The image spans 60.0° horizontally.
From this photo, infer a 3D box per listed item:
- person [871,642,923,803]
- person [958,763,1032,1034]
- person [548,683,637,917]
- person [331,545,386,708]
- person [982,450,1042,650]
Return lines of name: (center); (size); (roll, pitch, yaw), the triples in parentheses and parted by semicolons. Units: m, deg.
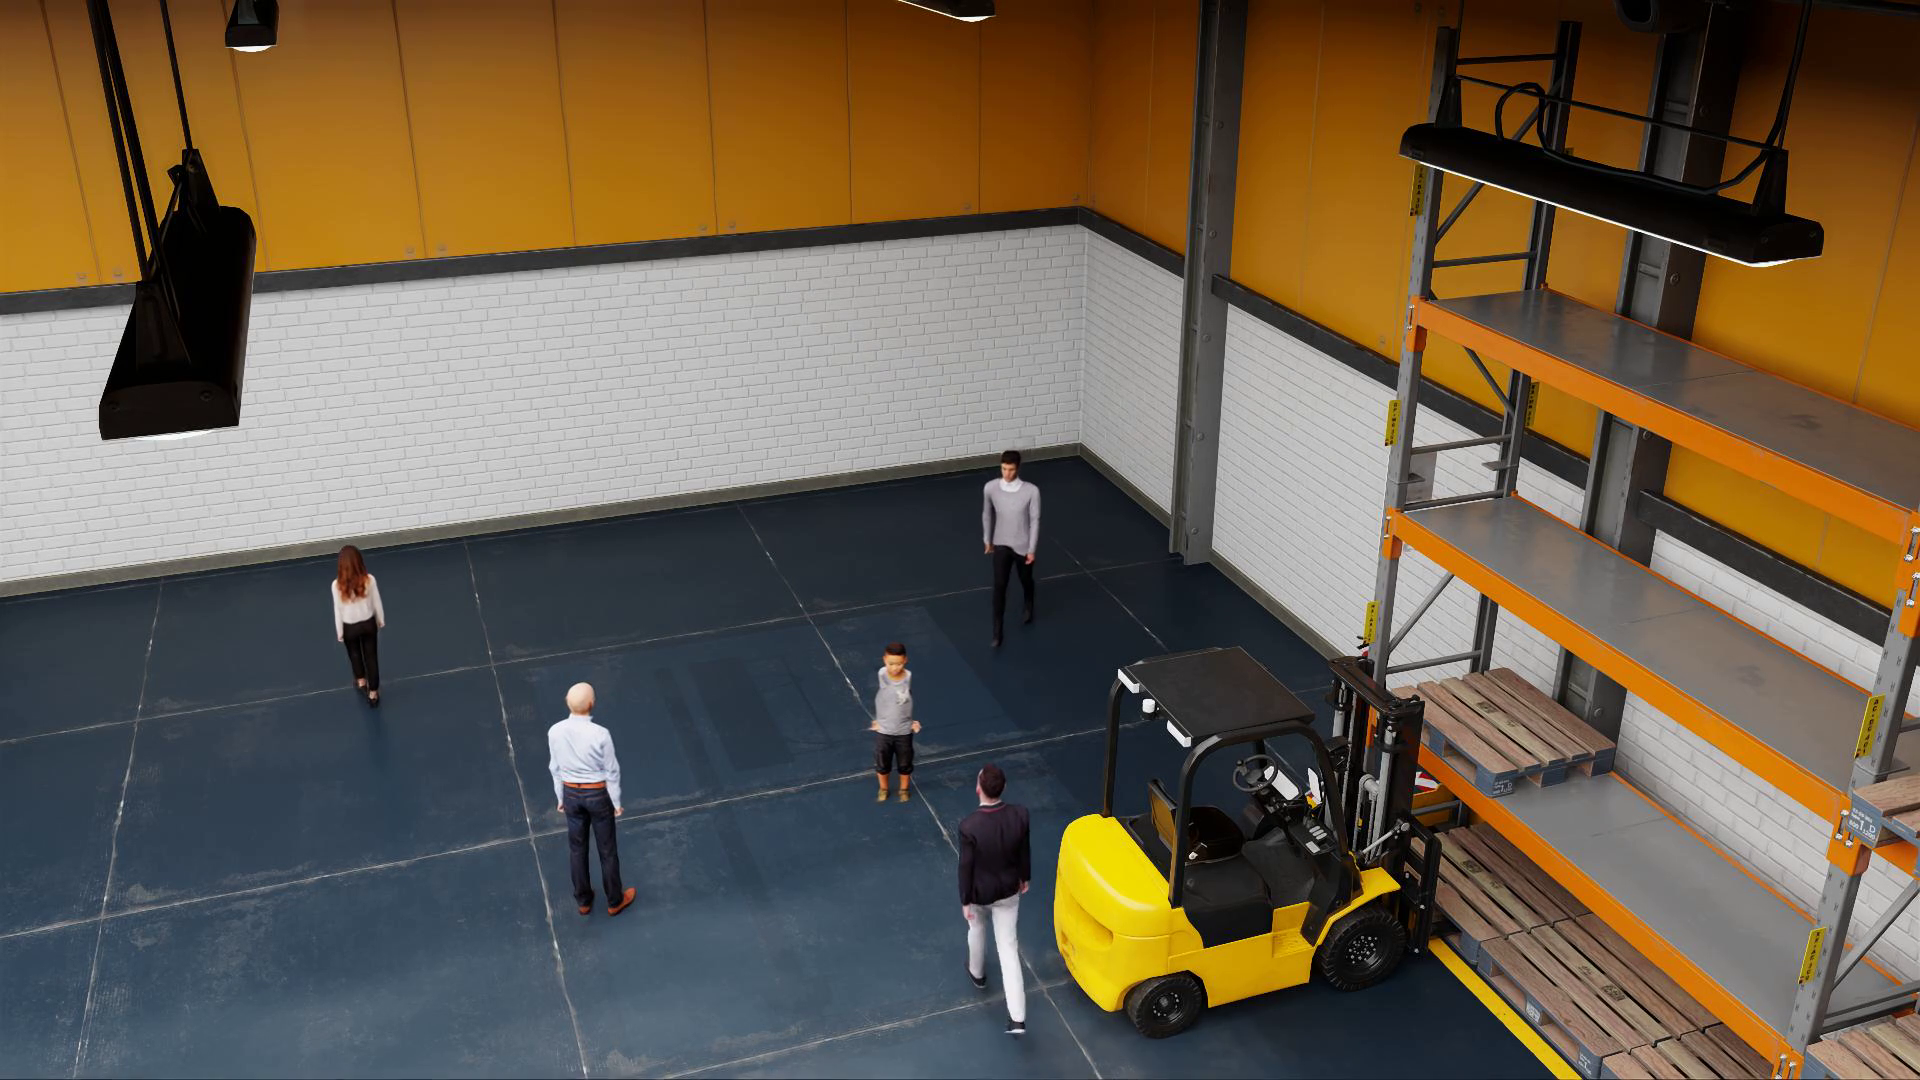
person: (-0.514, 1.388, 13.001); (0.600, 1.450, 0.580); (0, 24, 0)
person: (0.247, 2.283, 10.507); (0.713, 1.808, 1.205); (-7, 24, -15)
person: (-2.588, 1.810, 11.611); (0.726, 1.791, 0.726); (3, 24, 8)
person: (-5.178, 0.776, 14.377); (0.594, 1.470, 0.734); (-11, 26, -23)
person: (0.533, 0.016, 15.613); (1.177, 1.872, 1.360); (6, 24, 14)
